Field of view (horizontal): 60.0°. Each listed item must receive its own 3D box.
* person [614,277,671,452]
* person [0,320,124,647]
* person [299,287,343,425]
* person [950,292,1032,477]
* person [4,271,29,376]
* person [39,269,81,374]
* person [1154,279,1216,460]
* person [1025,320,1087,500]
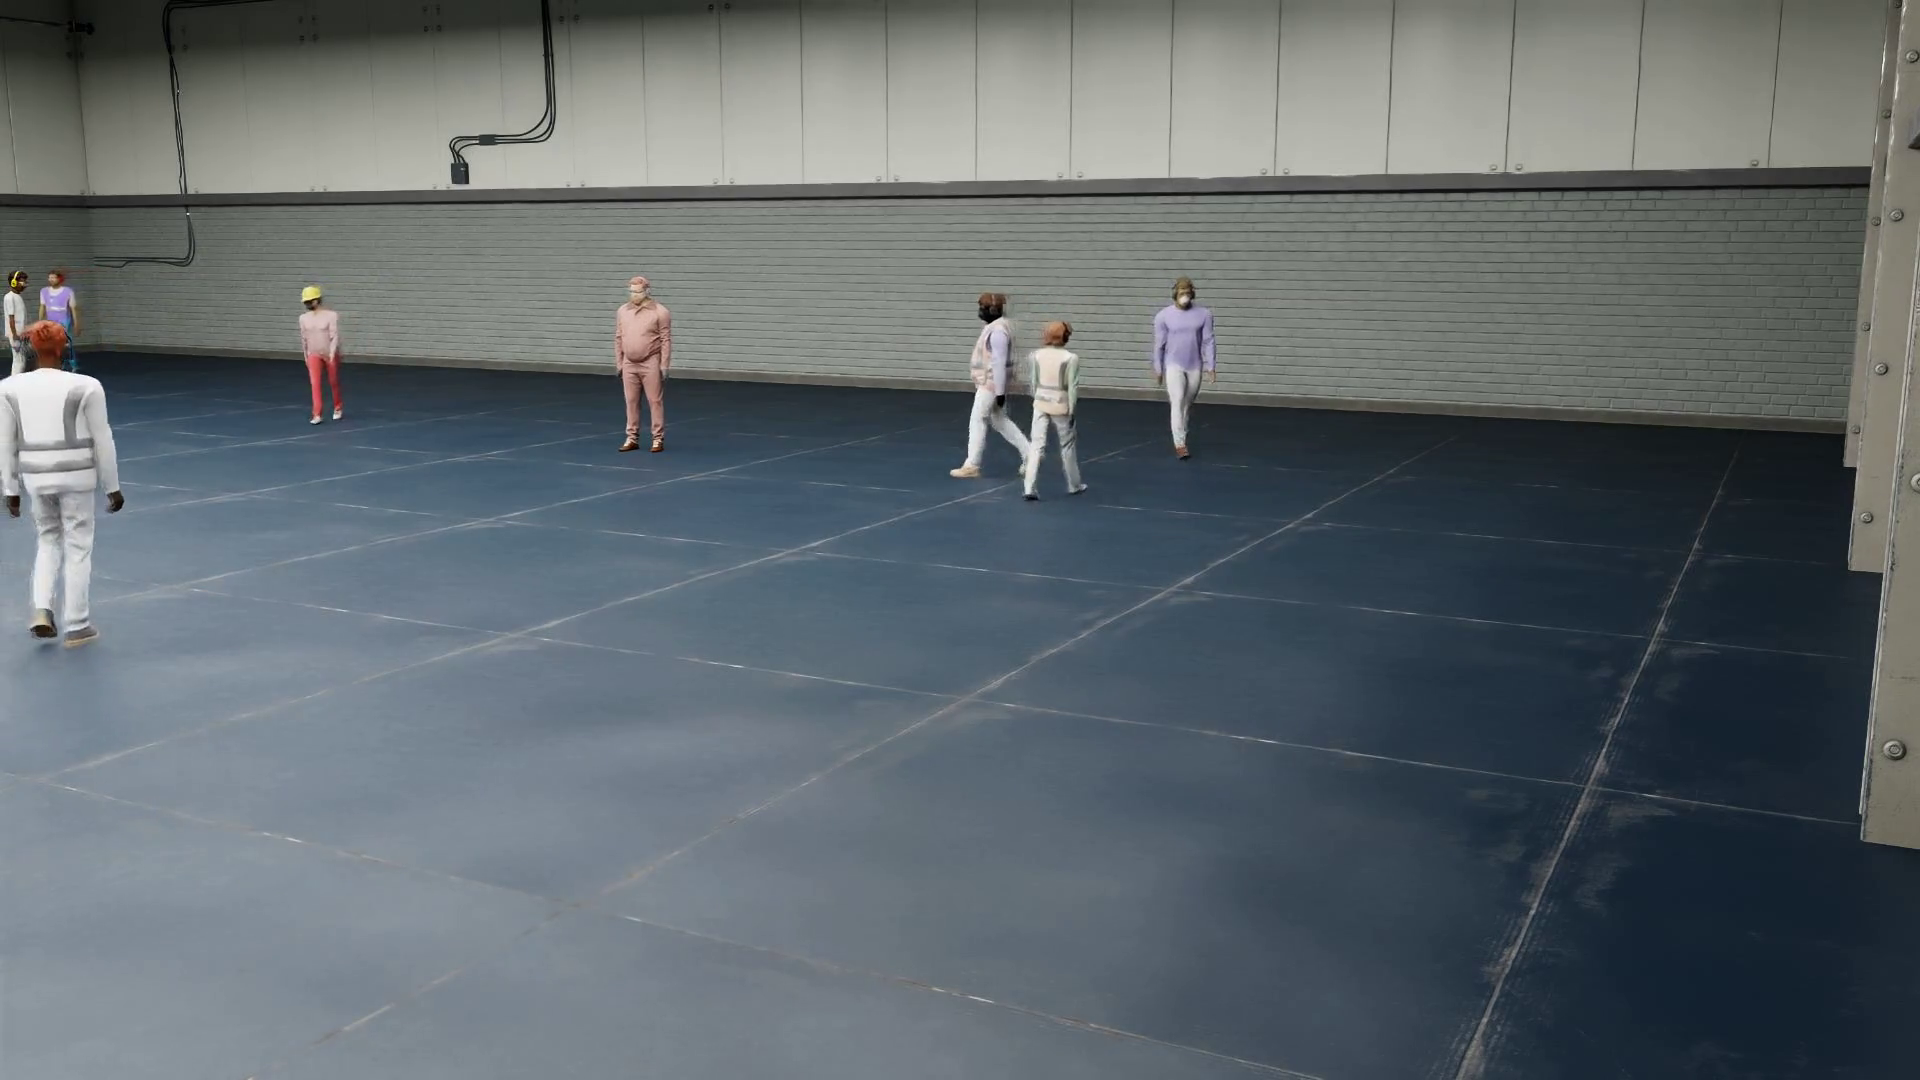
[{"bbox_3d":[-3.459,-1.896,18.075,0.665,1.902,0.393,3,11,17],"label":"person"},{"bbox_3d":[-5.137,-0.318,9.531,0.590,1.869,0.406,-1,10,-3],"label":"person"},{"bbox_3d":[-8.065,-2.343,21.027,0.519,1.713,0.919,-1,10,-3],"label":"person"},{"bbox_3d":[0.369,-1.511,16.226,0.859,1.811,0.626,0,10,3],"label":"person"},{"bbox_3d":[-13.009,-2.785,23.015,0.334,1.865,0.517,-3,11,-17],"label":"person"},{"bbox_3d":[-14.778,-3.536,27.318,0.573,1.798,0.978,2,11,10],"label":"person"},{"bbox_3d":[2.388,-1.825,17.727,0.631,1.891,1.025,-1,10,-6],"label":"person"},{"bbox_3d":[0.839,-1.163,14.896,0.523,1.595,0.855,7,12,32],"label":"person"}]
